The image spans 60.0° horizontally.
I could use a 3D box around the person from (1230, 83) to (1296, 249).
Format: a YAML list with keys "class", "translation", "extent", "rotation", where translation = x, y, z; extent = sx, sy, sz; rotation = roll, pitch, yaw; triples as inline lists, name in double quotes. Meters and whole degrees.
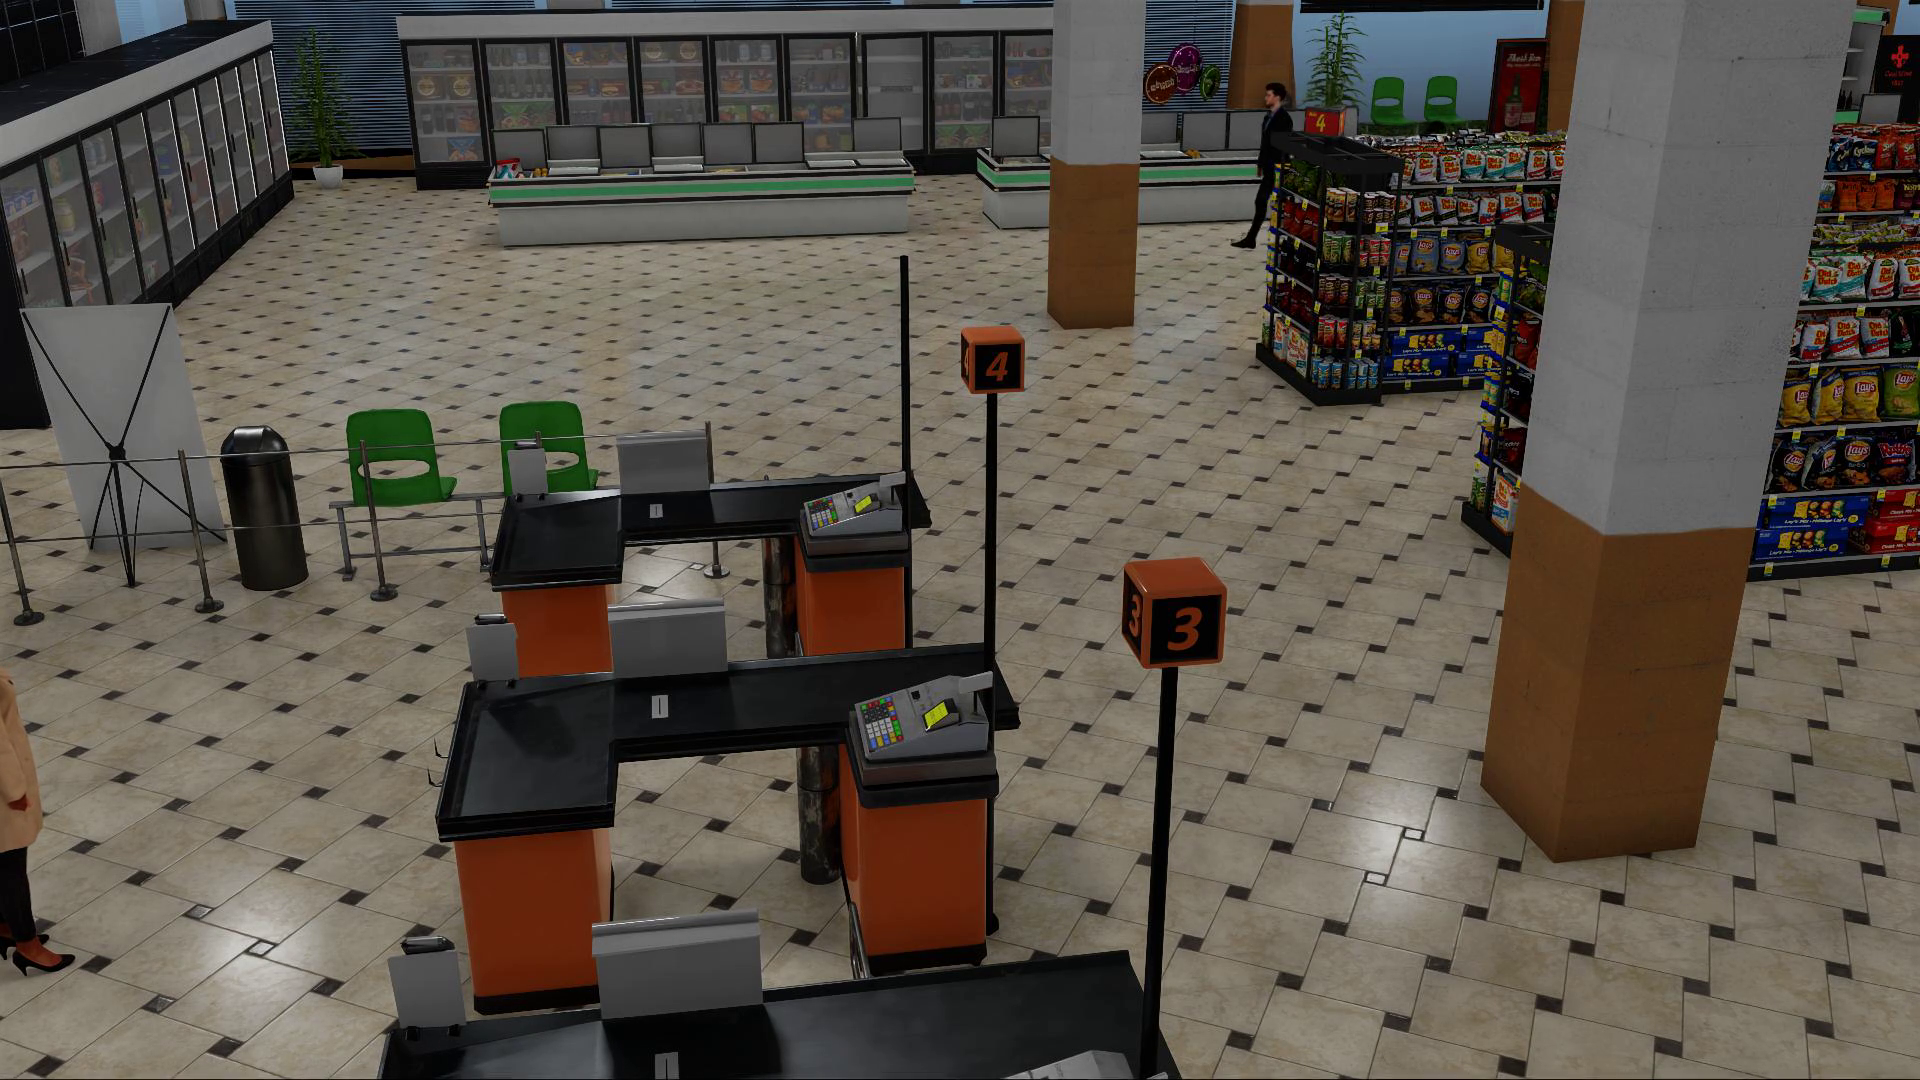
- class: "person"
  translation: [3.680, -4.260, 19.043]
  extent: [1.192, 1.858, 0.710]
  rotation: [-4, 22, -9]

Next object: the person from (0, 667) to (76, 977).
- class: "person"
  translation: [-3.750, 0.913, 6.405]
  extent: [0.709, 1.682, 0.733]
  rotation: [19, 29, 39]
